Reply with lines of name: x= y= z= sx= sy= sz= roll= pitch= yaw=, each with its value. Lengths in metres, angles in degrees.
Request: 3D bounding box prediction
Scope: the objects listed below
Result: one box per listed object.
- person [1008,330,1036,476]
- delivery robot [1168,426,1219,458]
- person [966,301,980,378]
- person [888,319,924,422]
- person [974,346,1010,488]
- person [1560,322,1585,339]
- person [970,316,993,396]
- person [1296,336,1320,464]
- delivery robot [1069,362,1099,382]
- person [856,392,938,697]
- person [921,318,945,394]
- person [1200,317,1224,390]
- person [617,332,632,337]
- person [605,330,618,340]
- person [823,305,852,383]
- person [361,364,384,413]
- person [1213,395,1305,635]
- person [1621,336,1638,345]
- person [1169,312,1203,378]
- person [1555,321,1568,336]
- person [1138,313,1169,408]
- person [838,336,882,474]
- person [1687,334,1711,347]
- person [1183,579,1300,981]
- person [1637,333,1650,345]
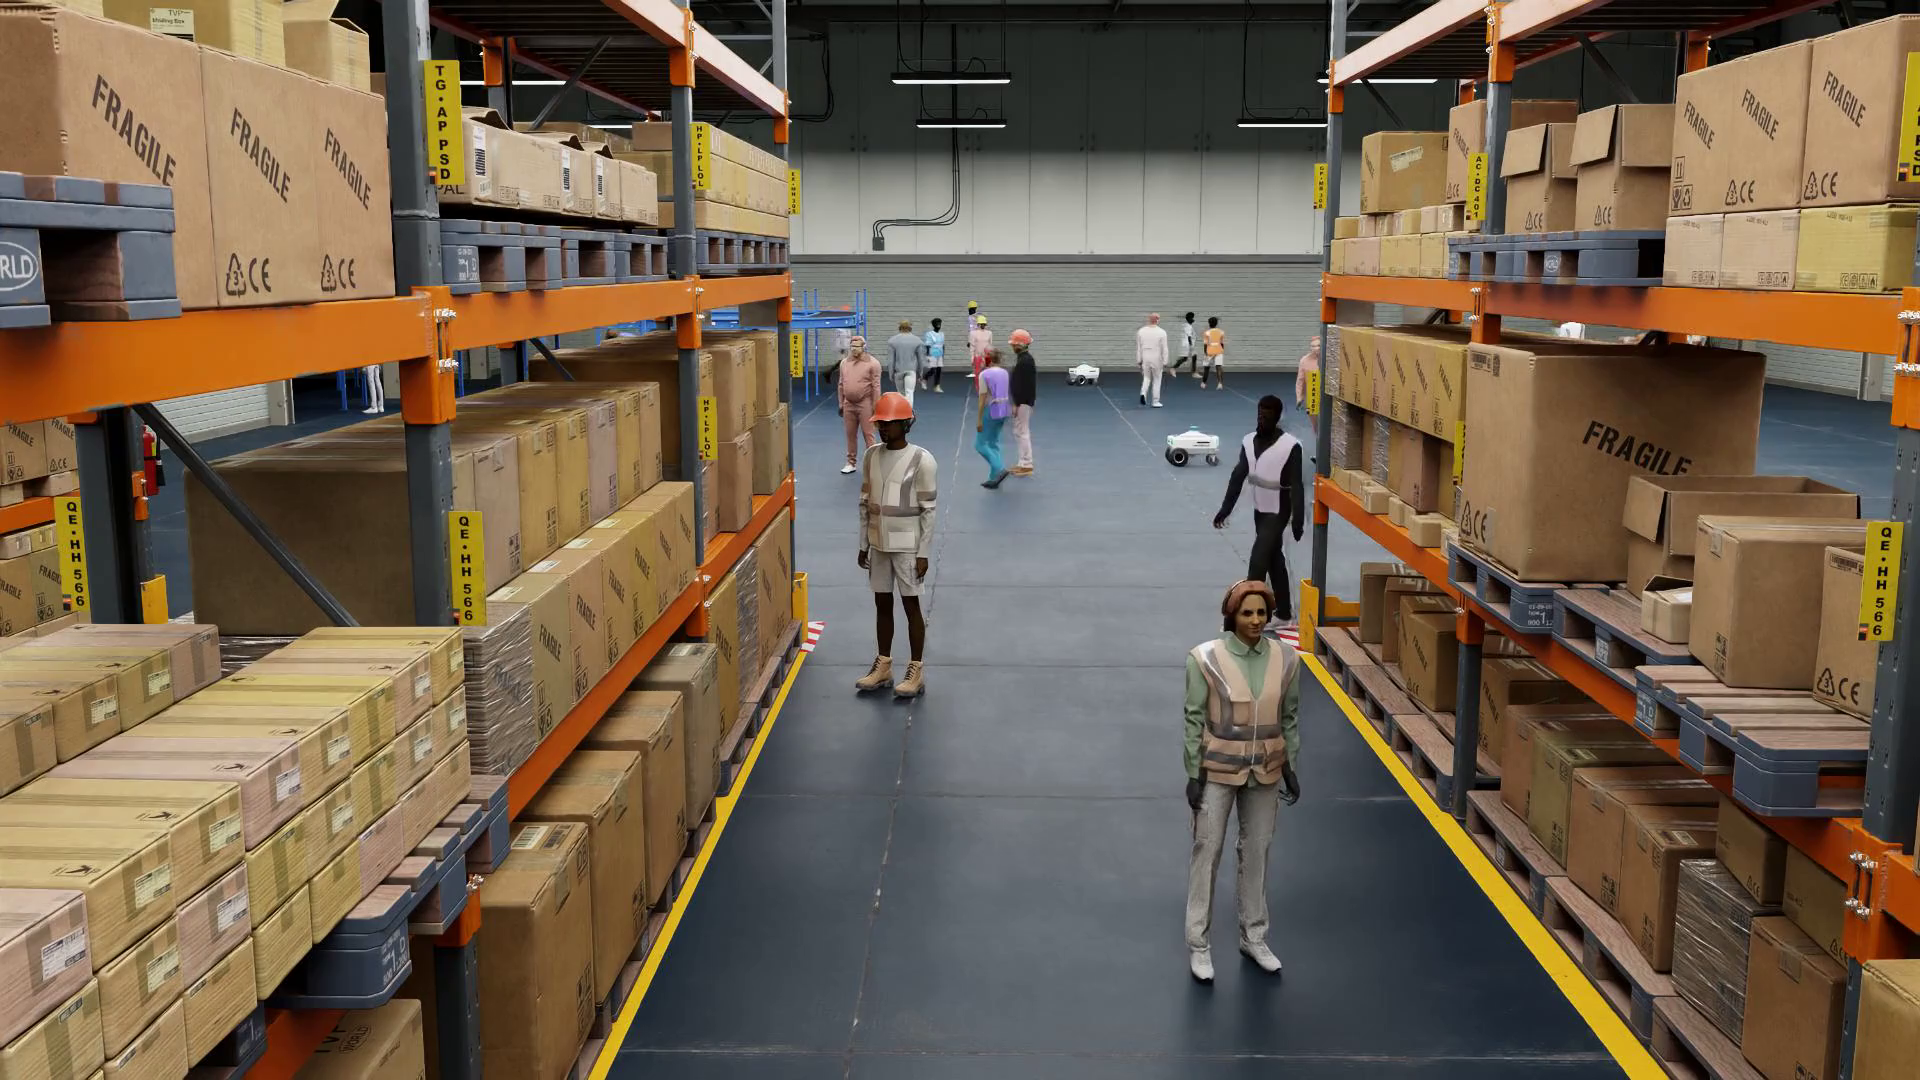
person: x=0.854 y=-1.869 z=22.716 sx=0.423 sy=1.980 sz=0.673 roll=2 pitch=10 yaw=11
delivery robot: x=3.363 y=-1.394 z=23.984 sx=0.707 sy=0.478 sz=0.477 roll=0 pitch=10 yaw=-1
person: x=0.332 y=-5.090 z=42.176 sx=0.377 sy=1.925 sz=0.594 roll=4 pitch=10 yaw=24
person: x=-0.979 y=-3.027 z=29.929 sx=0.643 sy=1.904 sz=0.971 roll=0 pitch=9 yaw=-1
person: x=0.430 y=-1.570 z=21.388 sx=0.455 sy=1.827 sz=0.590 roll=7 pitch=12 yaw=37
person: x=13.399 y=-4.091 z=36.407 sx=0.642 sy=1.887 sz=0.668 roll=-2 pitch=10 yaw=-12
person: x=0.491 y=-3.969 z=36.004 sx=0.542 sy=1.730 sz=0.798 roll=-2 pitch=10 yaw=-14
person: x=5.147 y=-1.999 z=23.898 sx=0.654 sy=1.842 sz=1.040 roll=5 pitch=11 yaw=29
delivery robot: x=2.950 y=-3.985 z=39.506 sx=0.707 sy=0.478 sz=0.477 roll=-5 pitch=11 yaw=-29
person: x=-0.442 y=0.027 z=11.177 sx=0.608 sy=2.044 sz=0.370 roll=7 pitch=11 yaw=34
person: x=-0.592 y=-4.113 z=37.057 sx=0.529 sy=1.681 sz=0.448 roll=-9 pitch=13 yaw=-44
person: x=5.799 y=-4.271 z=38.079 sx=0.539 sy=1.671 sz=0.745 roll=-2 pitch=10 yaw=-9
person: x=-4.640 y=-1.987 z=23.583 sx=0.624 sy=1.925 sz=0.606 roll=9 pitch=13 yaw=42
person: x=-5.698 y=-2.556 z=27.404 sx=0.641 sy=1.798 sz=0.950 roll=-3 pitch=10 yaw=-20
person: x=-2.810 y=-4.600 z=39.323 sx=0.793 sy=1.909 sz=0.555 roll=2 pitch=10 yaw=10
person: x=-11.402 y=-3.386 z=32.172 sx=0.328 sy=1.862 sz=0.517 roll=3 pitch=10 yaw=16
person: x=2.286 y=-0.190 z=12.955 sx=0.887 sy=1.874 sz=0.691 roll=-5 pitch=11 yaw=-26
person: x=9.143 y=-1.867 z=22.989 sx=0.459 sy=1.894 sz=0.659 roll=8 pitch=13 yaw=40
person: x=5.681 y=-4.896 z=41.778 sx=0.787 sy=1.668 sz=0.531 roll=3 pitch=10 yaw=15
person: x=14.356 y=-4.520 z=39.784 sx=0.561 sy=1.590 sz=0.574 roll=3 pitch=10 yaw=20
person: x=3.876 y=-3.598 z=33.347 sx=0.673 sy=1.891 sz=0.463 roll=6 pitch=11 yaw=33
person: x=-1.399 y=-1.857 z=22.896 sx=0.648 sy=1.900 sz=0.402 roll=5 pitch=11 yaw=26
person: x=15.146 y=-3.771 z=34.060 sx=0.691 sy=2.000 sz=0.988 roll=-9 pitch=13 yaw=-43
person: x=1.141 y=0.962 z=6.774 sx=0.513 sy=1.642 sz=0.313 roll=-3 pitch=10 yaw=-15
person: x=12.227 y=-2.902 z=29.947 sx=0.504 sy=1.632 sz=0.267 roll=-3 pitch=10 yaw=-20
